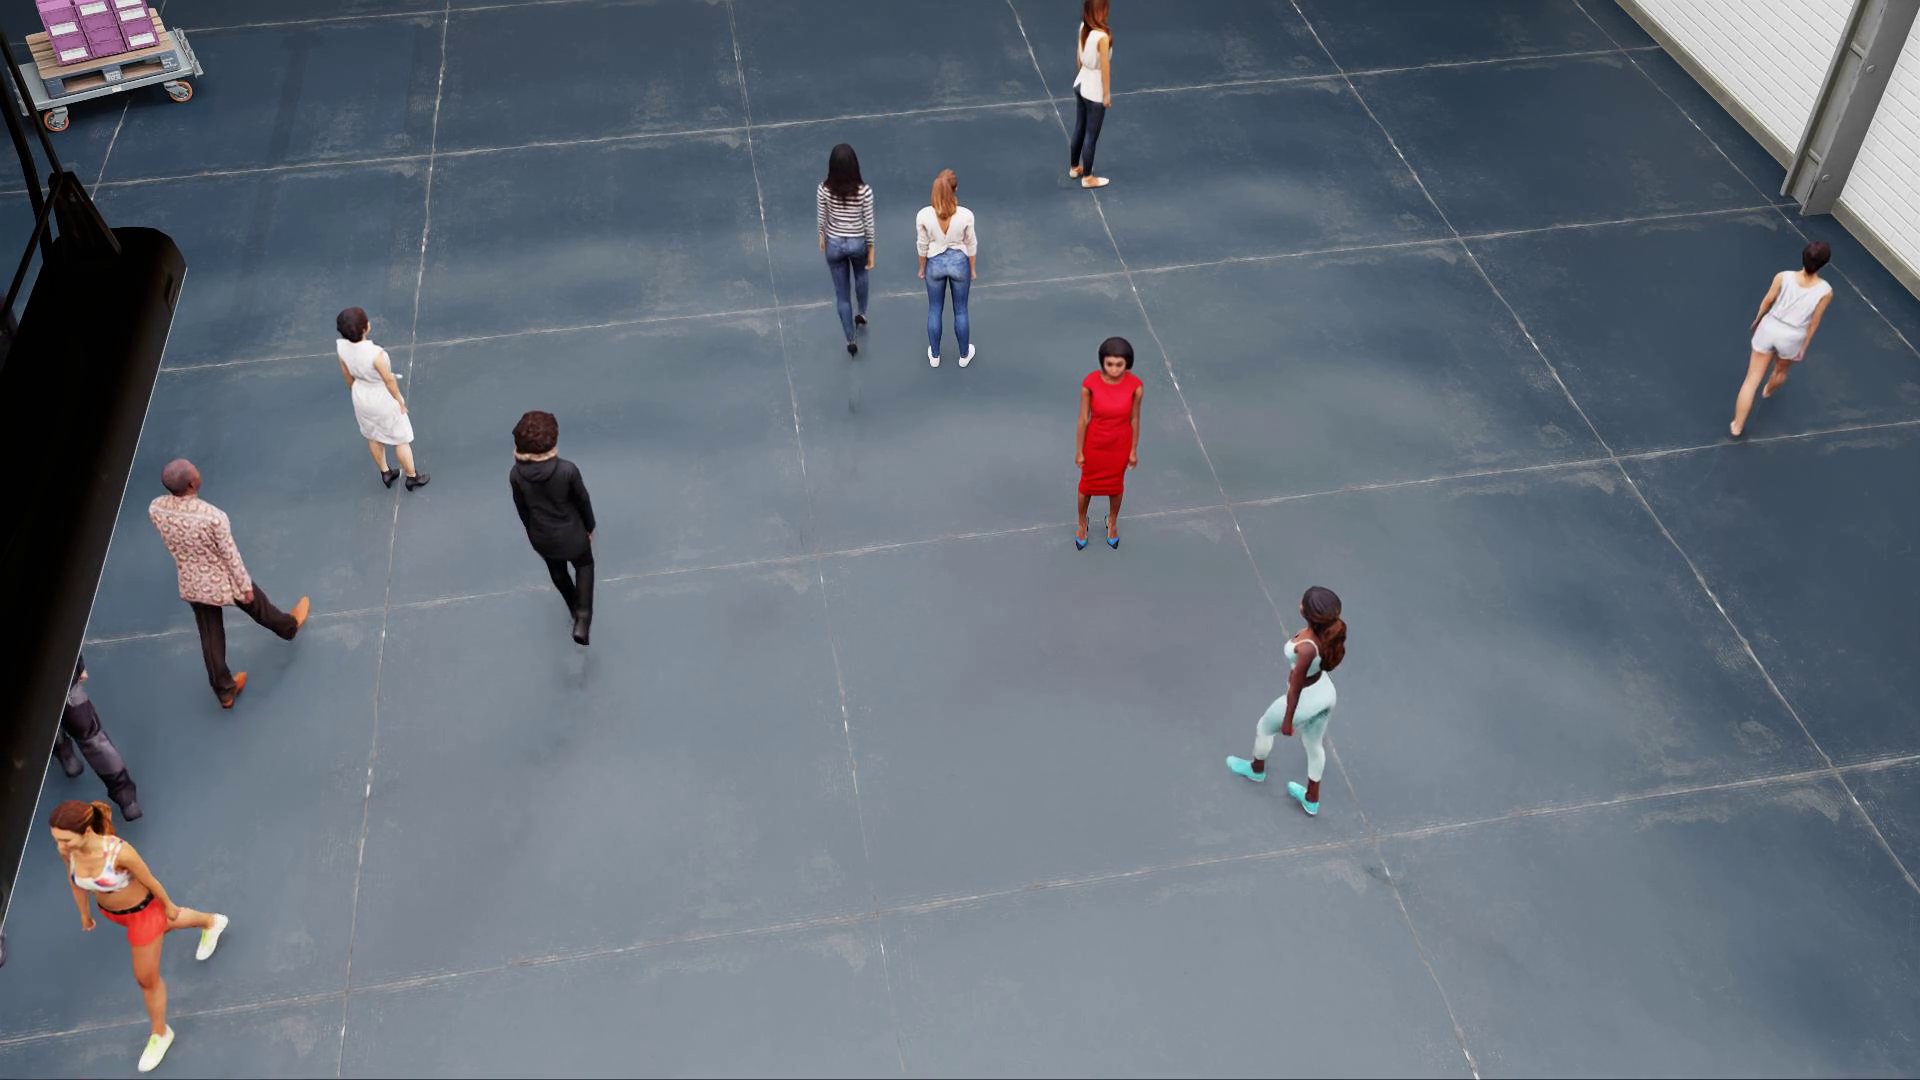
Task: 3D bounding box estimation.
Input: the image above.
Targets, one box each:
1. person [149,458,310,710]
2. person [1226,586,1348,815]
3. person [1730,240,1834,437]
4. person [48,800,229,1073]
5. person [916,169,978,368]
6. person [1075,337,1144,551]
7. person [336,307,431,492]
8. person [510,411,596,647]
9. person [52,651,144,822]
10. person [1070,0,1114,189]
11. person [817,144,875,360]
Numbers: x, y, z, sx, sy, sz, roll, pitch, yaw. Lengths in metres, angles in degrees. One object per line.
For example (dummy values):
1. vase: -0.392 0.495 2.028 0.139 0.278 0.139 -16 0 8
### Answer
1. person: -4.621 0.307 10.212 0.969 1.767 1.239 7 44 7
2. person: 2.047 0.975 9.555 0.841 1.706 0.955 -34 53 -30
3. person: 5.992 -1.444 12.195 1.011 1.566 1.105 23 48 22
4. person: -4.230 1.840 8.620 0.908 1.743 1.237 9 44 10
5. person: -0.096 -2.069 12.740 0.657 1.719 0.606 3 44 3
6. person: 0.990 -0.639 11.222 0.604 1.743 0.551 0 44 0
7. person: -4.102 -0.983 11.719 0.636 1.556 0.651 12 45 12
8. person: -2.560 -0.029 10.568 0.650 1.762 0.958 -4 44 -4
9. person: -5.356 0.840 9.639 1.104 1.787 1.295 -30 51 -28
10. person: 1.150 -3.971 14.690 0.715 1.784 0.560 -19 47 -19
11. person: -0.875 -2.165 12.804 0.667 1.772 0.841 -2 44 -2
